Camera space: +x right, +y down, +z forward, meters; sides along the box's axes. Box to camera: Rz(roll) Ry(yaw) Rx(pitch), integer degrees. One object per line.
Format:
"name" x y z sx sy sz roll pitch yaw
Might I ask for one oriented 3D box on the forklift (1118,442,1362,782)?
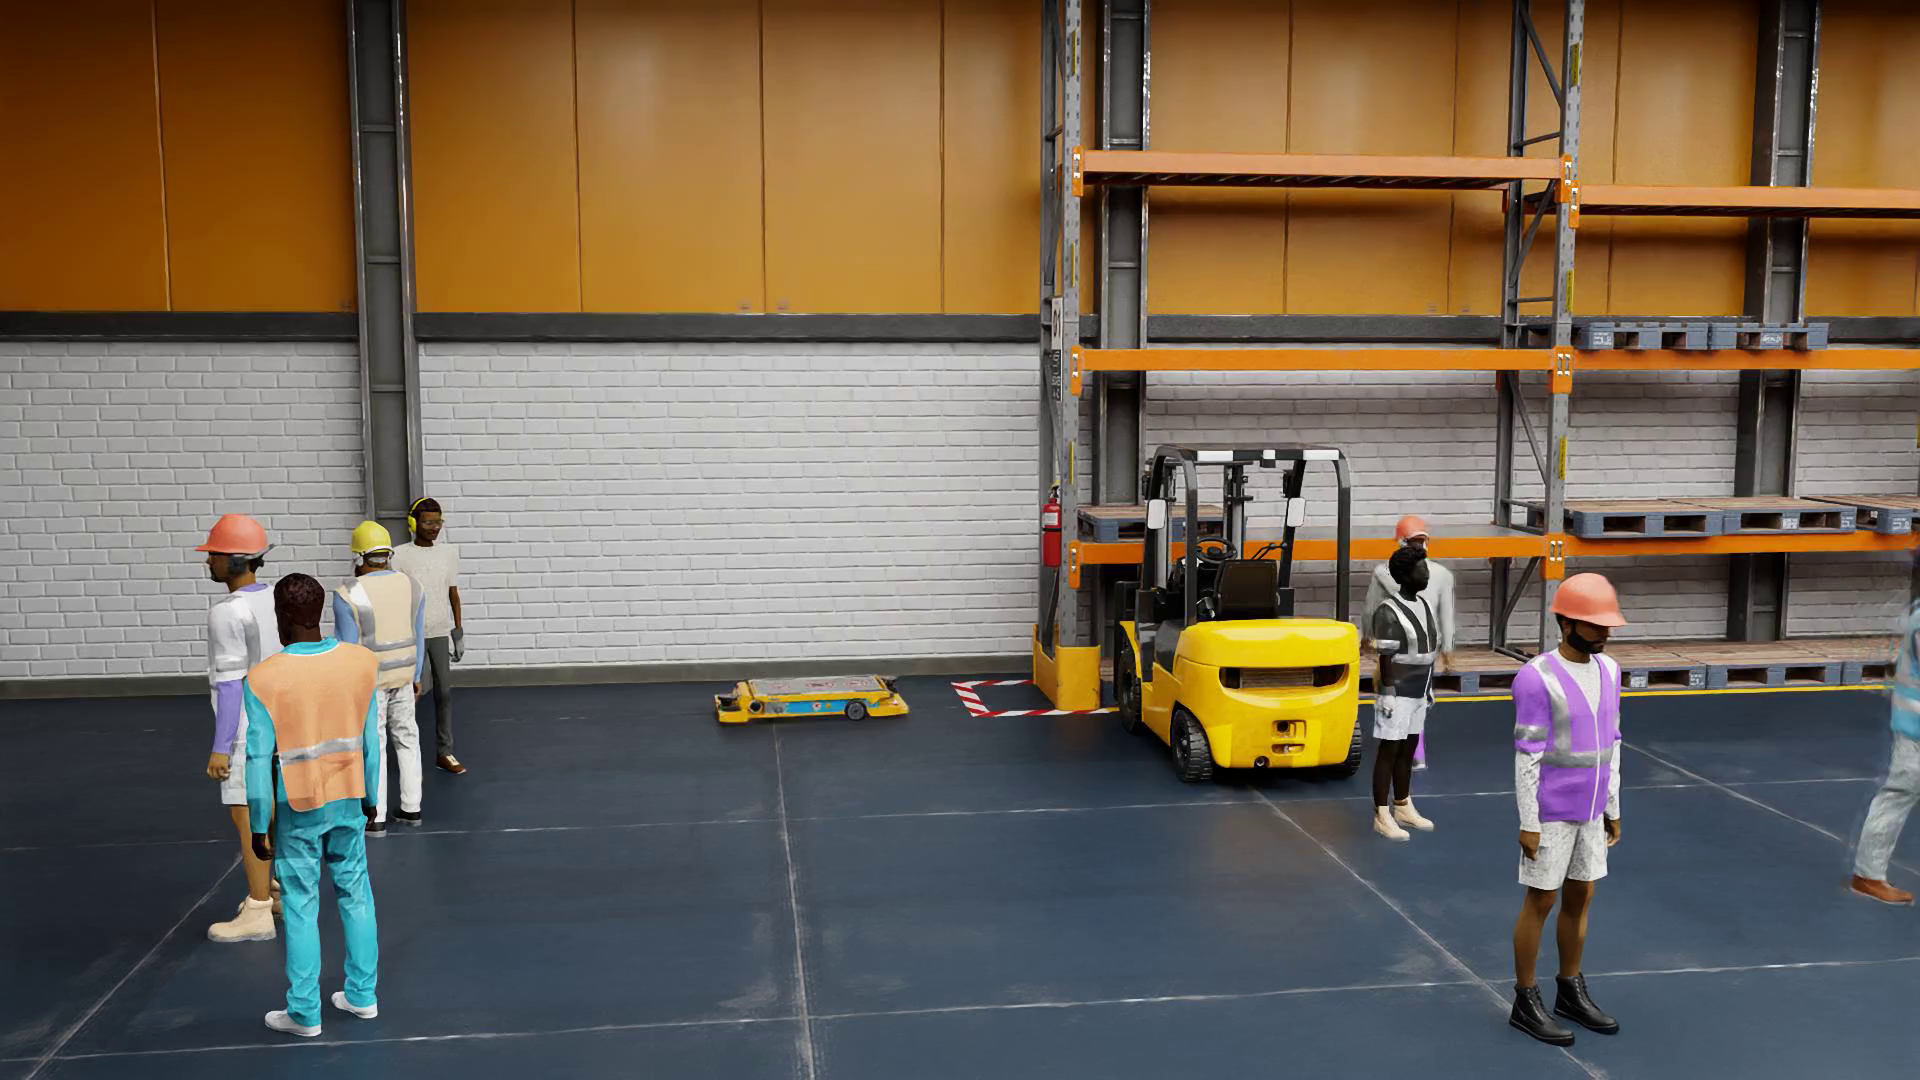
"forklift" 1.912 0.418 11.496 1.214 2.155 2.313 -1 7 -8

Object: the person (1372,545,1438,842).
"person" 2.594 0.885 9.636 0.366 1.694 0.554 6 9 43

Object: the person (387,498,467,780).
"person" -3.521 0.646 10.960 0.507 1.859 0.314 -6 9 -40

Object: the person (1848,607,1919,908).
"person" 4.935 0.938 8.198 0.984 1.895 0.632 6 9 40

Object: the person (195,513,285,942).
"person" -3.427 0.891 7.988 0.358 2.047 0.615 0 7 3

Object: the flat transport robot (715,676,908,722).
"flat transport robot" -1.157 1.217 12.844 1.431 0.197 0.652 -1 7 -11

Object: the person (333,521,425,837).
"person" -3.389 0.804 9.682 0.404 1.834 0.592 5 8 36

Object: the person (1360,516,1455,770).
"person" 3.057 0.682 11.356 0.562 1.699 0.932 -1 7 -9

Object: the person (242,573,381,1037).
"person" -2.657 1.088 6.875 0.397 1.911 0.587 5 8 39

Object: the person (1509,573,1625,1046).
"person" 2.501 1.088 6.788 0.544 1.930 0.388 -3 7 -28
